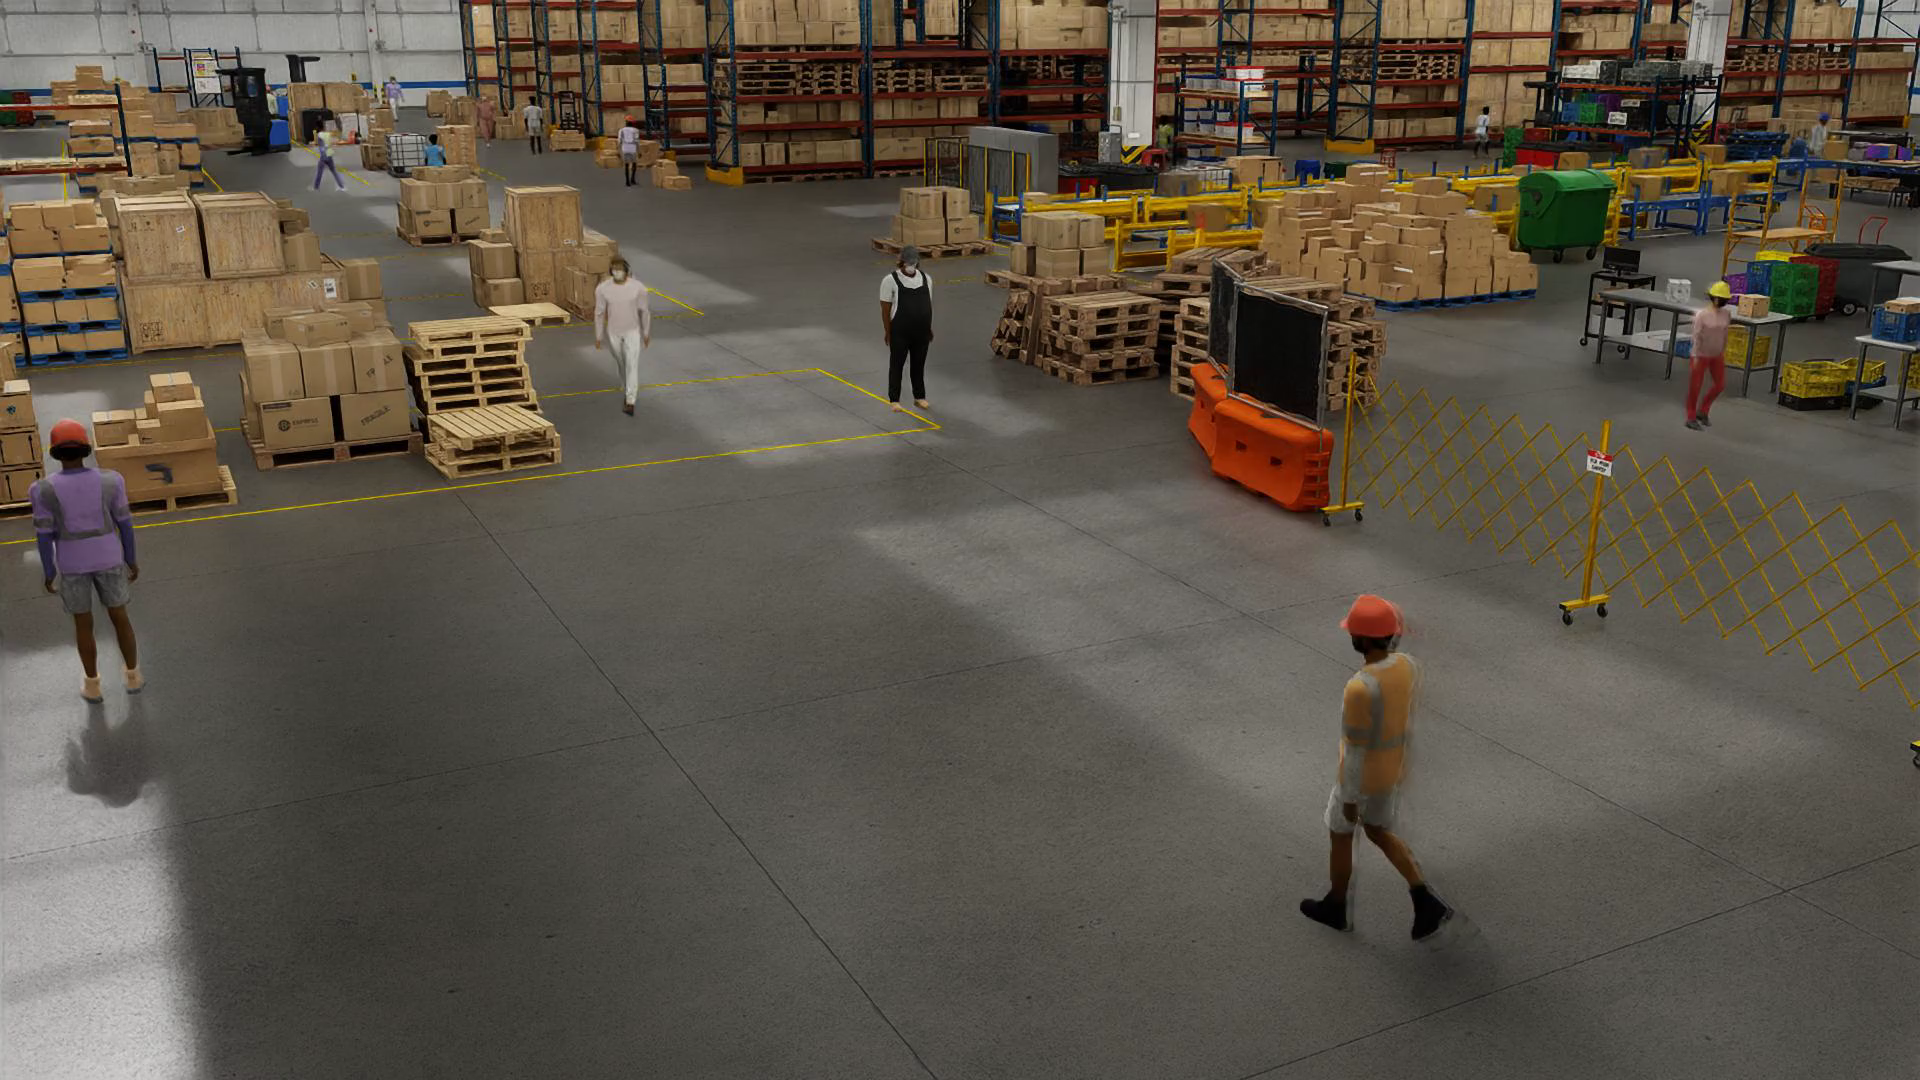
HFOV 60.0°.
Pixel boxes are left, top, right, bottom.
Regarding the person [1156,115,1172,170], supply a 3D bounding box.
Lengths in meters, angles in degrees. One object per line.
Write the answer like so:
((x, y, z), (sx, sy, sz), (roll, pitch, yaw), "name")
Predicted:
((6.096, -11.884, 49.812), (0.392, 1.680, 0.534), (-8, 19, -24), "person")

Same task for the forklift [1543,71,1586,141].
((18.685, -13.231, 52.085), (1.873, 2.768, 1.129), (-9, 20, -26), "forklift")

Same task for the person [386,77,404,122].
((-24.145, -18.841, 71.168), (0.656, 1.893, 0.985), (-14, 23, -38), "person")

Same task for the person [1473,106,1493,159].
((17.030, -13.210, 53.972), (0.732, 1.669, 0.552), (-8, 20, -24), "person")

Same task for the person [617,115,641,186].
((-9.127, -10.723, 45.849), (0.675, 1.895, 0.565), (-1, 18, -4), "person")

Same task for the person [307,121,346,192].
((-16.961, -10.233, 44.380), (1.024, 1.868, 0.590), (2, 18, 5), "person")

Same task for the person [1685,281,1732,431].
((8.684, -2.127, 19.290), (0.538, 1.756, 0.393), (-5, 18, -15), "person")

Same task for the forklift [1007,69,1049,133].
((1.870, -13.749, 53.697), (1.873, 2.768, 1.129), (-9, 20, -26), "forklift")

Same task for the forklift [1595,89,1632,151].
((21.654, -14.441, 55.857), (1.873, 2.768, 1.129), (-9, 20, -26), "forklift")

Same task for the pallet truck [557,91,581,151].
((-13.495, -14.412, 57.188), (0.823, 1.965, 1.885), (-3, 18, -9), "pallet truck")

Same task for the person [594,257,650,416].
((-4.091, -2.474, 20.167), (0.645, 1.883, 1.050), (-1, 18, -2), "person")

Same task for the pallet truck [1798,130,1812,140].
((25.526, -11.556, 49.408), (1.630, 1.274, 0.653), (-9, 20, -26), "pallet truck")

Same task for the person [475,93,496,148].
((-16.668, -14.753, 58.502), (0.643, 1.877, 0.978), (-10, 20, -28), "person")

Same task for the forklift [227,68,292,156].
((-23.426, -14.270, 55.322), (1.129, 2.768, 1.873), (6, 19, 18), "forklift")

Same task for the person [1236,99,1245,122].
((11.280, -17.401, 66.685), (0.418, 1.906, 0.688), (-7, 19, -20), "person")

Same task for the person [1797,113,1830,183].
((23.997, -10.986, 46.630), (0.614, 1.925, 0.551), (-16, 24, -42), "person")

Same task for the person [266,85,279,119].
((-25.653, -15.885, 61.824), (0.614, 1.964, 0.750), (-2, 18, -8), "person")

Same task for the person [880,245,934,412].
((-0.597, -2.574, 20.214), (0.688, 2.000, 0.536), (-9, 20, -27), "person")

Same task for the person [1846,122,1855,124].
((37.609, -18.417, 69.860), (0.684, 1.876, 0.710), (-2, 18, -7), "person")

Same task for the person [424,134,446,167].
((-13.367, -9.490, 42.373), (0.540, 1.678, 0.702), (-1, 18, -3), "person")

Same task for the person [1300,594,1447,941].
((2.168, 1.209, 8.618), (0.553, 1.922, 0.724), (-15, 23, -38), "person")

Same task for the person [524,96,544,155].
((-14.211, -13.821, 55.482), (0.619, 1.920, 0.994), (-2, 18, -5), "person")

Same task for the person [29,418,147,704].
((-6.147, 0.143, 11.742), (0.614, 2.038, 0.396), (-12, 21, -32), "person")

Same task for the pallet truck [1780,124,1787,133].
((25.206, -12.542, 52.601), (1.601, 1.201, 0.680), (0, 18, -2), "pallet truck")

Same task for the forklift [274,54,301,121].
((-28.190, -19.170, 70.600), (1.873, 2.768, 1.129), (-9, 20, -26), "forklift")
